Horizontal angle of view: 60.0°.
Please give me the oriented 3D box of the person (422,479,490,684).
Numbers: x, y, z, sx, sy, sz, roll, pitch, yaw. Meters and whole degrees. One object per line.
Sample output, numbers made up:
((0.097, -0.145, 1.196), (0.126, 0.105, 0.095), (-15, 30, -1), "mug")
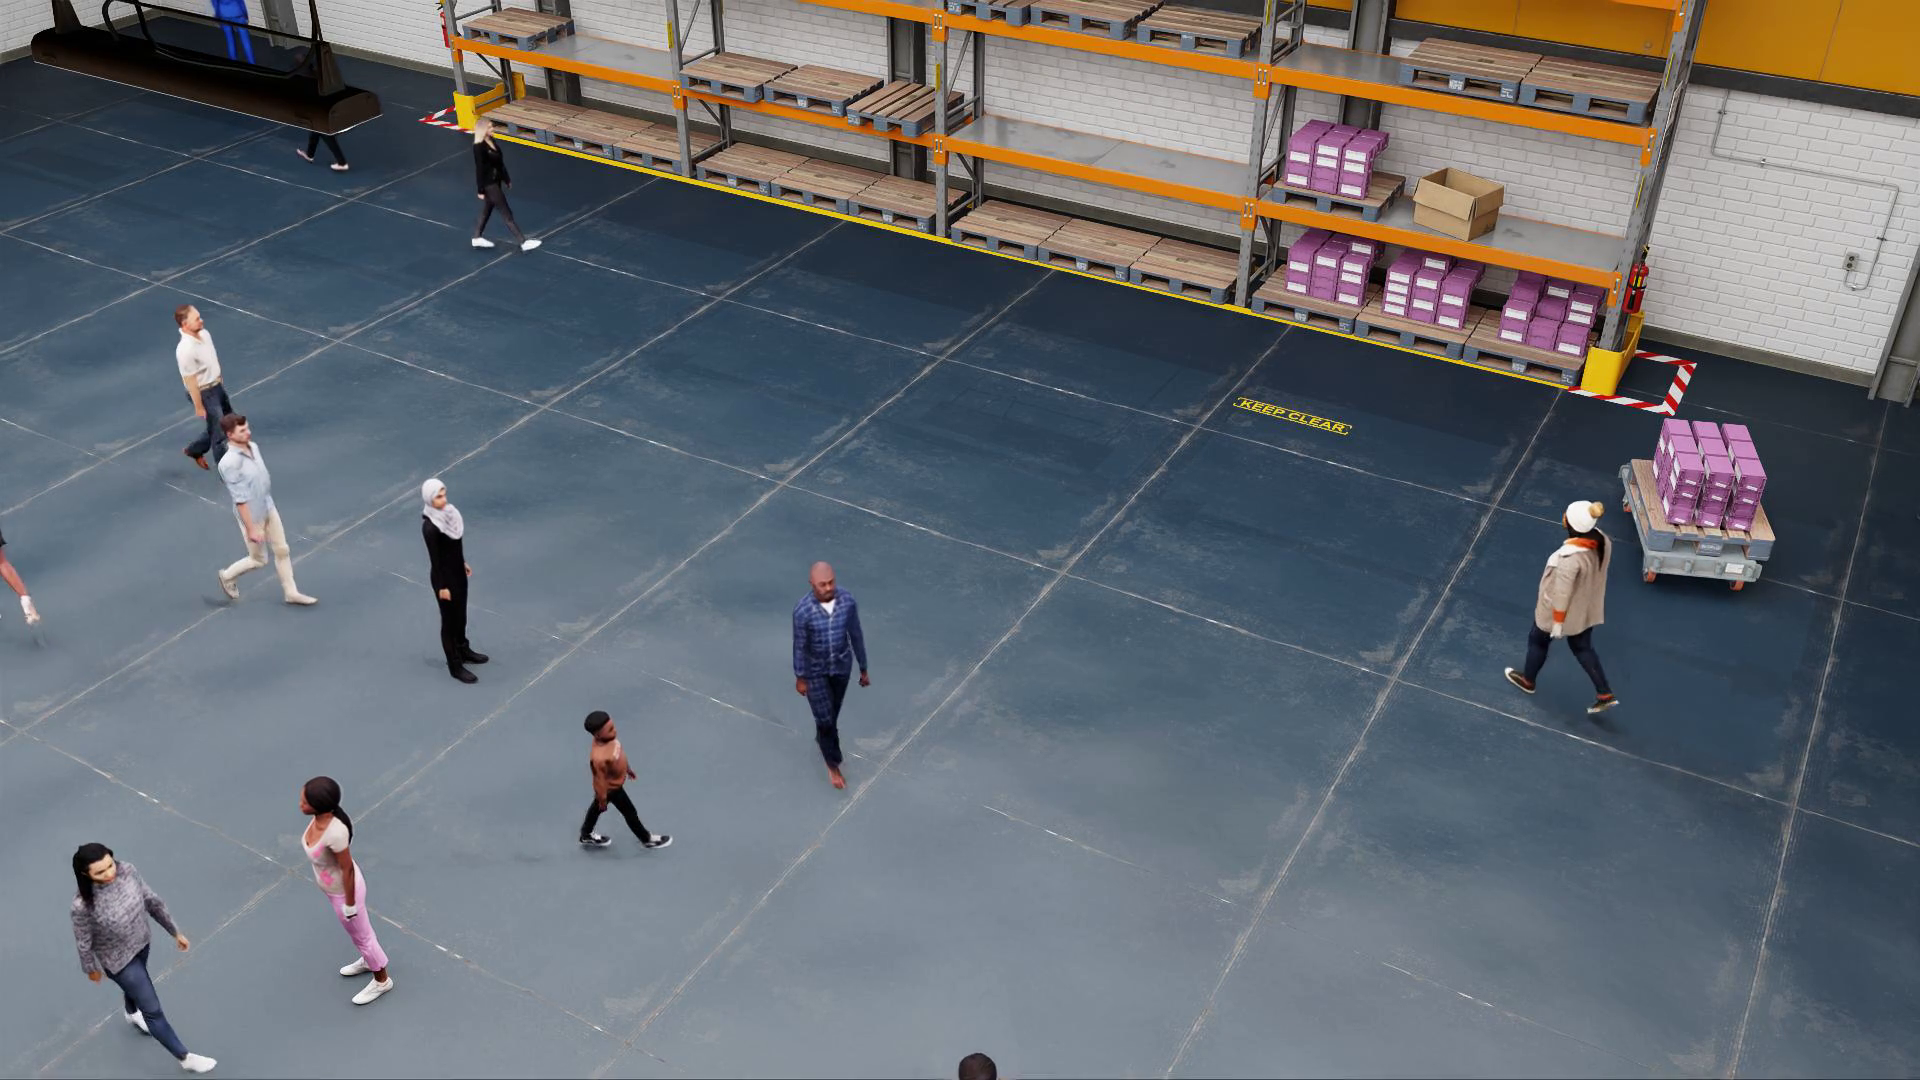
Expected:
((-4.002, 0.301, 13.037), (0.646, 1.778, 0.666), (5, 34, 7), "person")

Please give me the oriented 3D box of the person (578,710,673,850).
((-2.481, 1.675, 11.472), (0.963, 1.222, 0.821), (-2, 34, -3), "person")

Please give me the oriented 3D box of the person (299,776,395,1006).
((-3.813, 2.146, 10.295), (0.717, 1.742, 0.597), (-19, 38, -27), "person")

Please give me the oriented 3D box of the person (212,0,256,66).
((-11.246, -8.047, 25.666), (0.687, 1.700, 0.770), (-5, 34, -7), "person")

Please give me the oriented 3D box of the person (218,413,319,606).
((-5.907, -0.215, 13.765), (1.117, 1.832, 0.874), (5, 34, 7), "person")

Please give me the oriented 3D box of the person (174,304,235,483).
((-7.102, -1.353, 15.470), (1.019, 1.840, 0.905), (1, 34, 1), "person")

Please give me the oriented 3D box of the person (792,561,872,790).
((-1.015, 0.873, 12.155), (0.894, 1.802, 0.996), (-20, 38, -27), "person")

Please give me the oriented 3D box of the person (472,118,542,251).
((-5.712, -4.234, 19.987), (1.225, 1.636, 0.943), (4, 34, 6), "person")

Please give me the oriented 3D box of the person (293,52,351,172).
((-8.503, -5.677, 22.222), (1.147, 1.567, 0.834), (8, 34, 11), "person")

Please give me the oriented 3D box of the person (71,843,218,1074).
((-5.044, 2.410, 9.945), (1.136, 1.689, 0.735), (12, 35, 17), "person")

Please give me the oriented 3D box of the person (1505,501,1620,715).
((4.727, 0.527, 12.627), (1.009, 1.856, 1.242), (-20, 38, -27), "person")
